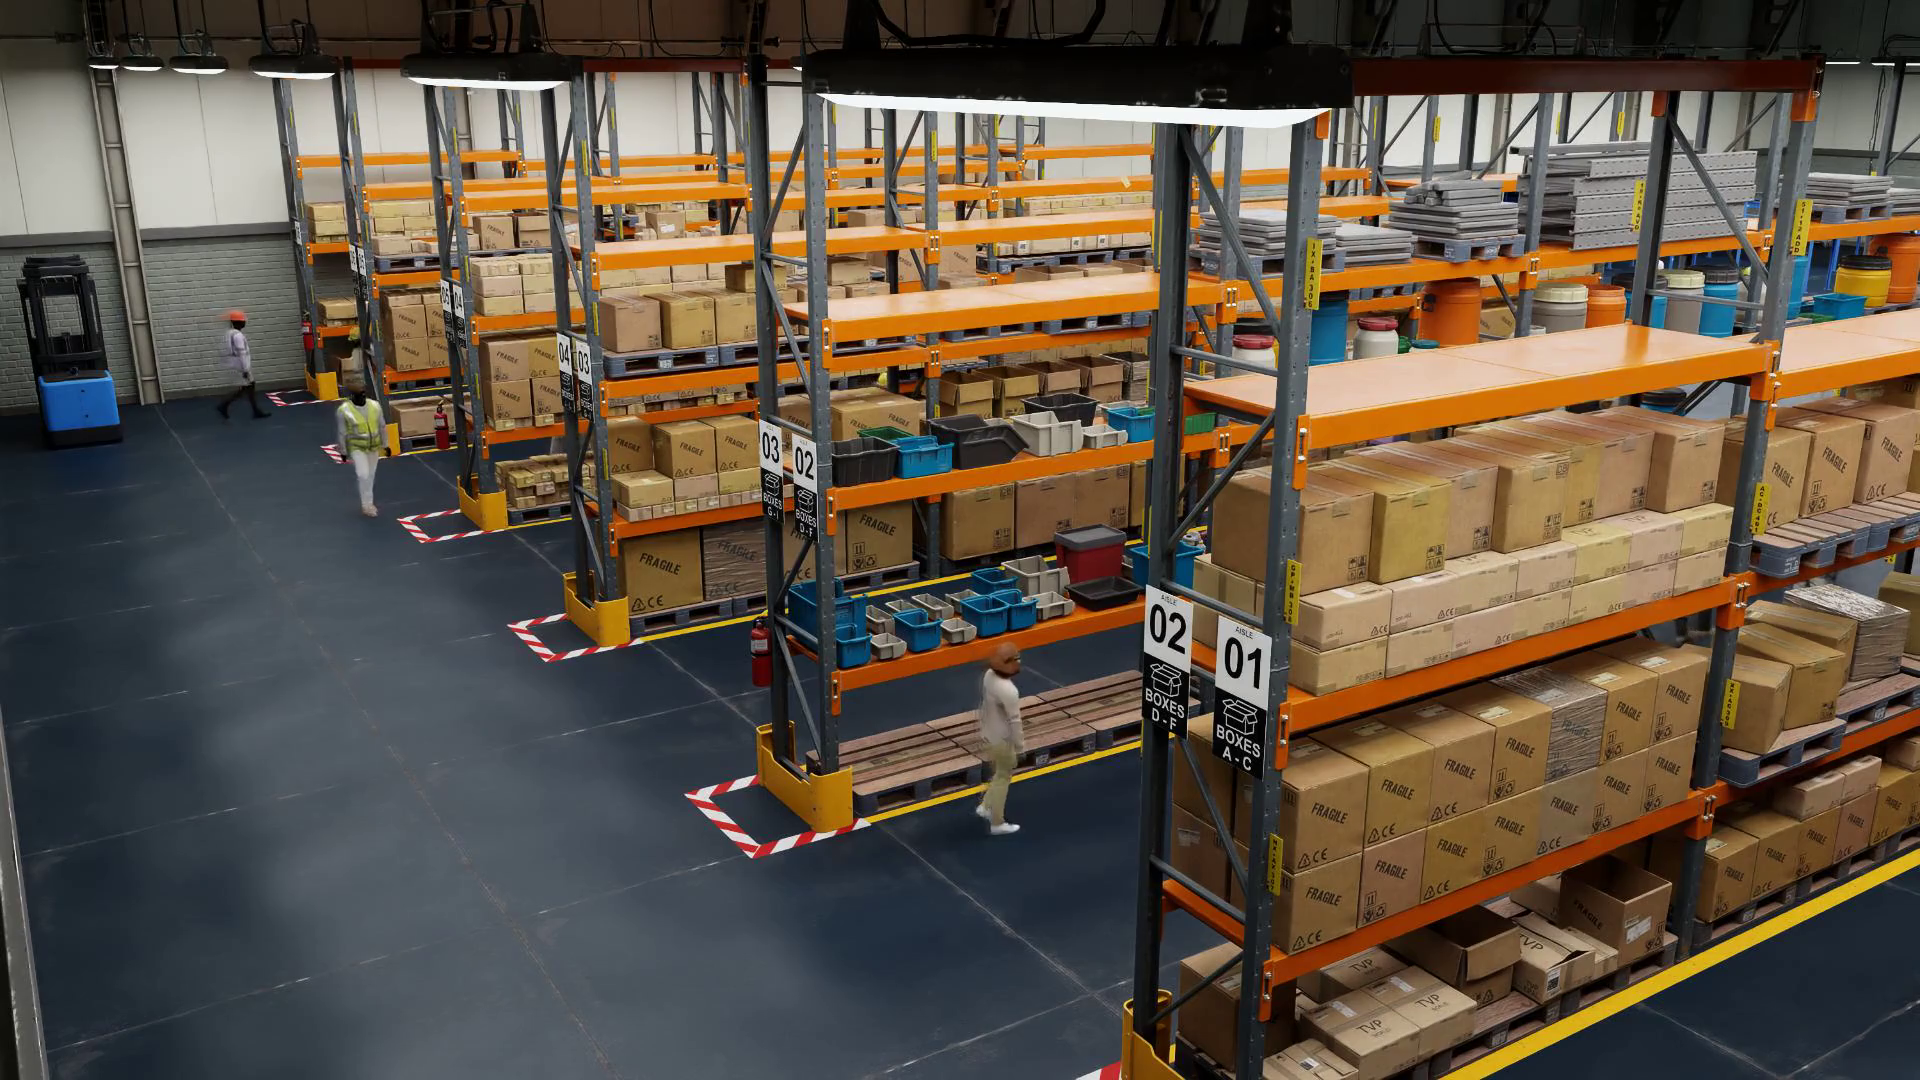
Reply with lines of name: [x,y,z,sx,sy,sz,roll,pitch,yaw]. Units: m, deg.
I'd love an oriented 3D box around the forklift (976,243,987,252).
forklift: [0.988,-5.474,34.718,1.214,2.155,2.313,-10,20,-31]

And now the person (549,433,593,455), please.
person: [-5.803,-1.834,23.140,1.012,1.937,0.644,-15,22,-40]

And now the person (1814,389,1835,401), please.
person: [14.833,-2.946,26.799,0.376,1.934,0.629,-10,20,-29]

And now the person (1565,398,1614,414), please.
person: [9.005,-1.715,22.652,0.677,2.000,0.881,14,22,38]

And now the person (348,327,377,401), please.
person: [-9.821,-2.671,26.170,0.888,1.785,0.575,-15,23,-41]

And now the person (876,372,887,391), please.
person: [-1.048,-1.452,22.093,0.421,1.815,0.618,-7,18,-21]

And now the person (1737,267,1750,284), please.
person: [16.173,-4.697,32.637,0.848,1.872,0.591,-11,20,-32]

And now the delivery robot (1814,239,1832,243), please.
delivery robot: [28.589,-10.070,52.396,0.477,0.478,0.707,-11,20,-31]

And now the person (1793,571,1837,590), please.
person: [8.873,0.371,16.428,0.283,1.633,0.501,-10,20,-29]

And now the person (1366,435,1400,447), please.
person: [5.751,-1.352,21.401,0.403,2.035,0.609,-10,20,-29]

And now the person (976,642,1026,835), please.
person: [0.363,1.572,12.515,0.348,1.619,0.526,-7,18,-20]

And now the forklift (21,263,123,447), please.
forklift: [-14.518,-3.079,25.708,1.129,2.768,1.873,-10,20,-31]

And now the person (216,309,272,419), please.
person: [-12.352,-2.991,26.991,0.792,1.913,0.549,-9,19,-27]

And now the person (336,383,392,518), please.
person: [-8.010,-1.219,21.347,0.715,1.814,0.620,14,22,39]

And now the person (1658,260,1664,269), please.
person: [15.840,-5.793,36.214,0.358,1.885,0.574,-10,20,-29]

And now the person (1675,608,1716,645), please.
person: [7.854,0.194,16.671,0.760,1.823,0.520,-14,22,-39]
